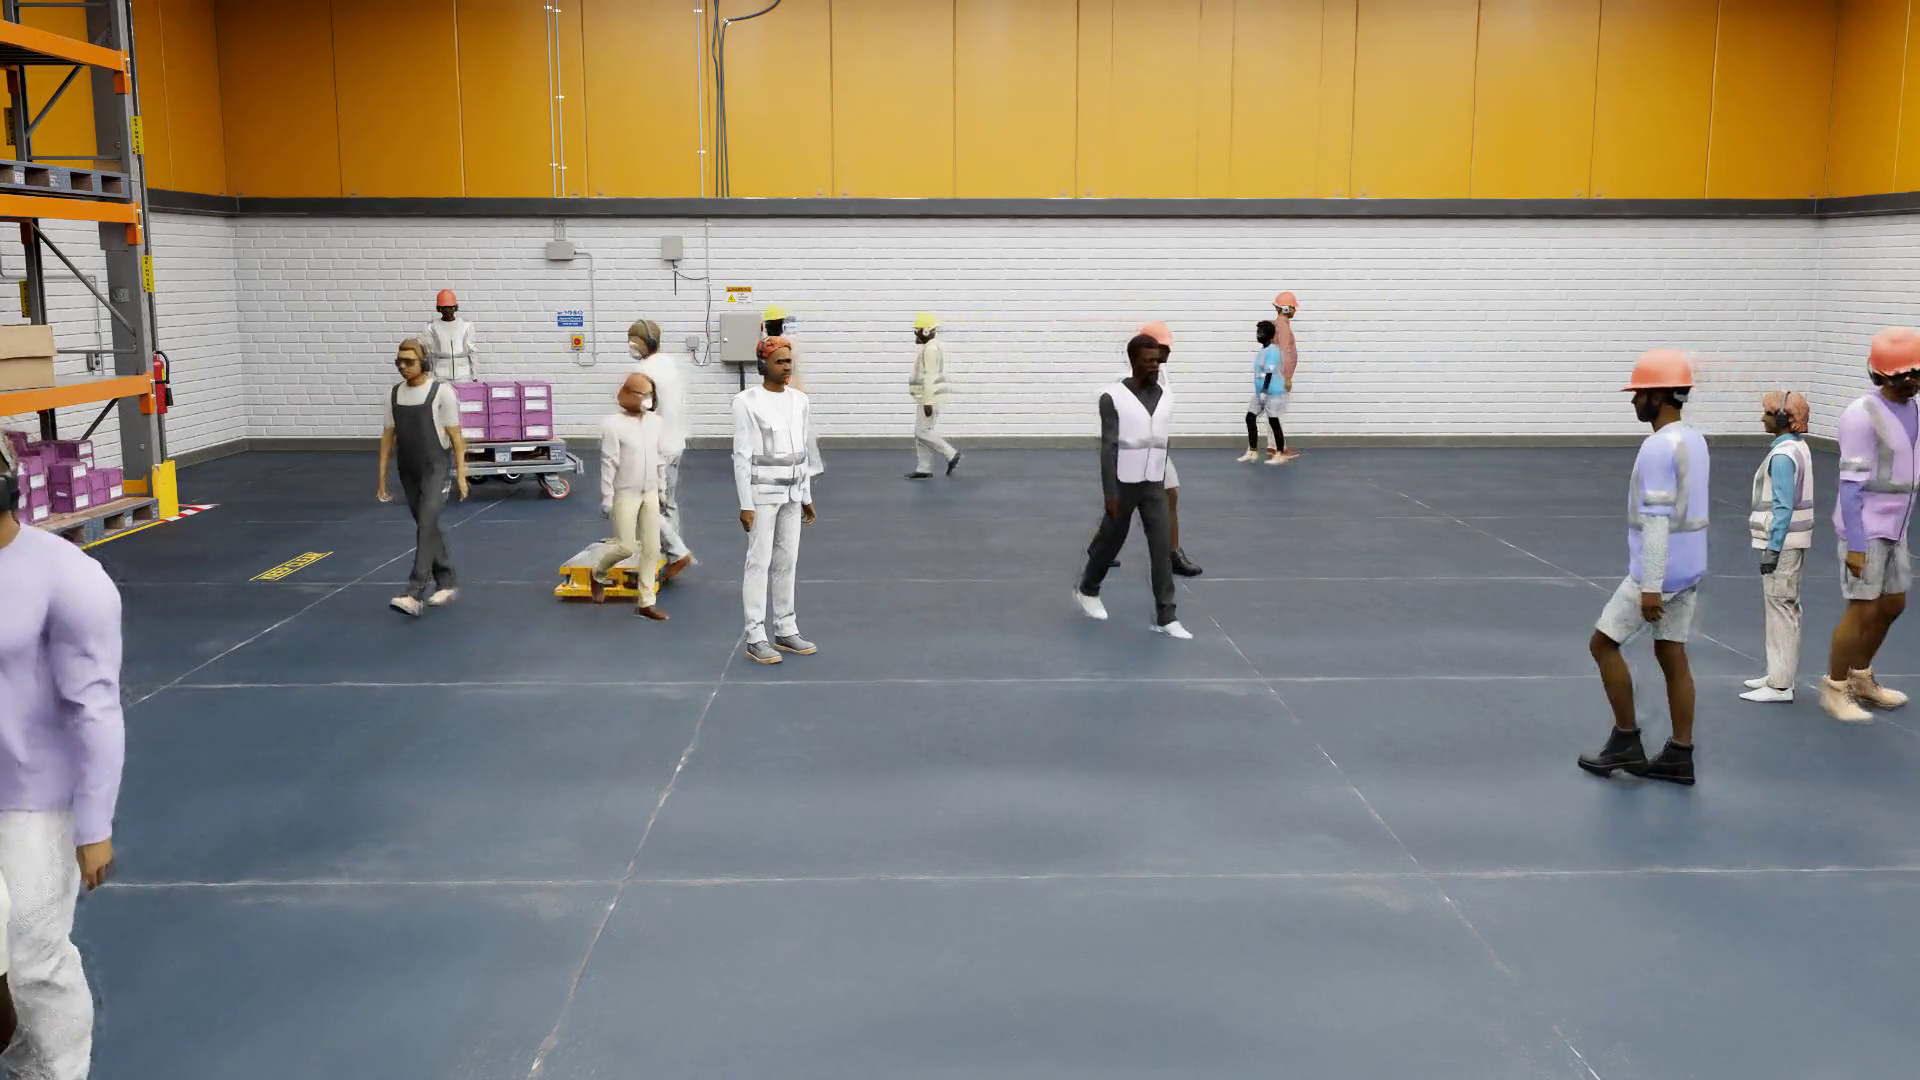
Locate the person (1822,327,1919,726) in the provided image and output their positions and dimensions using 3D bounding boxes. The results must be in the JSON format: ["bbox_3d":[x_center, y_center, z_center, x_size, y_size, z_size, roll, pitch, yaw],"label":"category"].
[{"bbox_3d":[4.537,-0.057,8.212,0.676,1.991,0.527,-6,11,-31],"label":"person"}]

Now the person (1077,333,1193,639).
[{"bbox_3d":[1.081,-0.364,10.484,0.600,1.884,0.997,-6,11,-32],"label":"person"}]

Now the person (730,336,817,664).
[{"bbox_3d":[-1.067,-0.238,9.657,0.355,1.882,0.575,7,12,38],"label":"person"}]

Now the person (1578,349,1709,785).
[{"bbox_3d":[3.016,0.121,7.342,0.630,1.912,0.582,9,13,42],"label":"person"}]

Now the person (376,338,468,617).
[{"bbox_3d":[-3.590,-0.404,10.887,0.545,1.806,0.922,3,10,16],"label":"person"}]

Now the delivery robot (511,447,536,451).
[{"bbox_3d":[-4.648,-0.952,17.805,0.707,0.478,0.477,-6,11,-34],"label":"delivery robot"}]

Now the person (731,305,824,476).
[{"bbox_3d":[-1.981,-1.611,18.162,1.056,1.868,0.636,-1,9,-5],"label":"person"}]

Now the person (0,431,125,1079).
[{"bbox_3d":[-2.336,0.658,4.030,0.654,1.923,0.425,1,9,9],"label":"person"}]

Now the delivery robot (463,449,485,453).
[{"bbox_3d":[-5.352,-0.915,17.582,0.707,0.478,0.477,-2,9,-14],"label":"delivery robot"}]

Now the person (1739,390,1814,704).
[{"bbox_3d":[4.294,0.036,8.715,0.314,1.639,0.517,6,11,32],"label":"person"}]

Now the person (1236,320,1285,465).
[{"bbox_3d":[3.470,-1.685,19.164,0.661,1.676,0.548,-2,9,-10],"label":"person"}]

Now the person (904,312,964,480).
[{"bbox_3d":[-0.294,-1.519,17.712,0.565,1.811,0.606,0,9,0],"label":"person"}]

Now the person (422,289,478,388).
[{"bbox_3d":[-6.048,-1.959,19.784,0.611,2.029,0.413,-4,10,-24],"label":"person"}]

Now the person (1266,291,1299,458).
[{"bbox_3d":[3.886,-1.987,20.032,0.376,1.997,0.612,0,9,-2],"label":"person"}]

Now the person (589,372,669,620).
[{"bbox_3d":[-2.160,-0.292,10.802,0.594,1.608,0.522,7,12,38],"label":"person"}]

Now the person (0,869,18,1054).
[{"bbox_3d":[-1.977,0.819,2.919,0.861,1.969,0.632,3,10,19],"label":"person"}]

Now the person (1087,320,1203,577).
[{"bbox_3d":[1.358,-0.696,12.437,0.985,1.901,0.564,8,12,41],"label":"person"}]

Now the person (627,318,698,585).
[{"bbox_3d":[-2.130,-0.599,11.740,0.401,1.921,0.702,2,9,11],"label":"person"}]

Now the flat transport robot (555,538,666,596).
[{"bbox_3d":[-2.414,0.187,11.979,0.652,0.197,1.431,0,9,1],"label":"flat transport robot"}]
